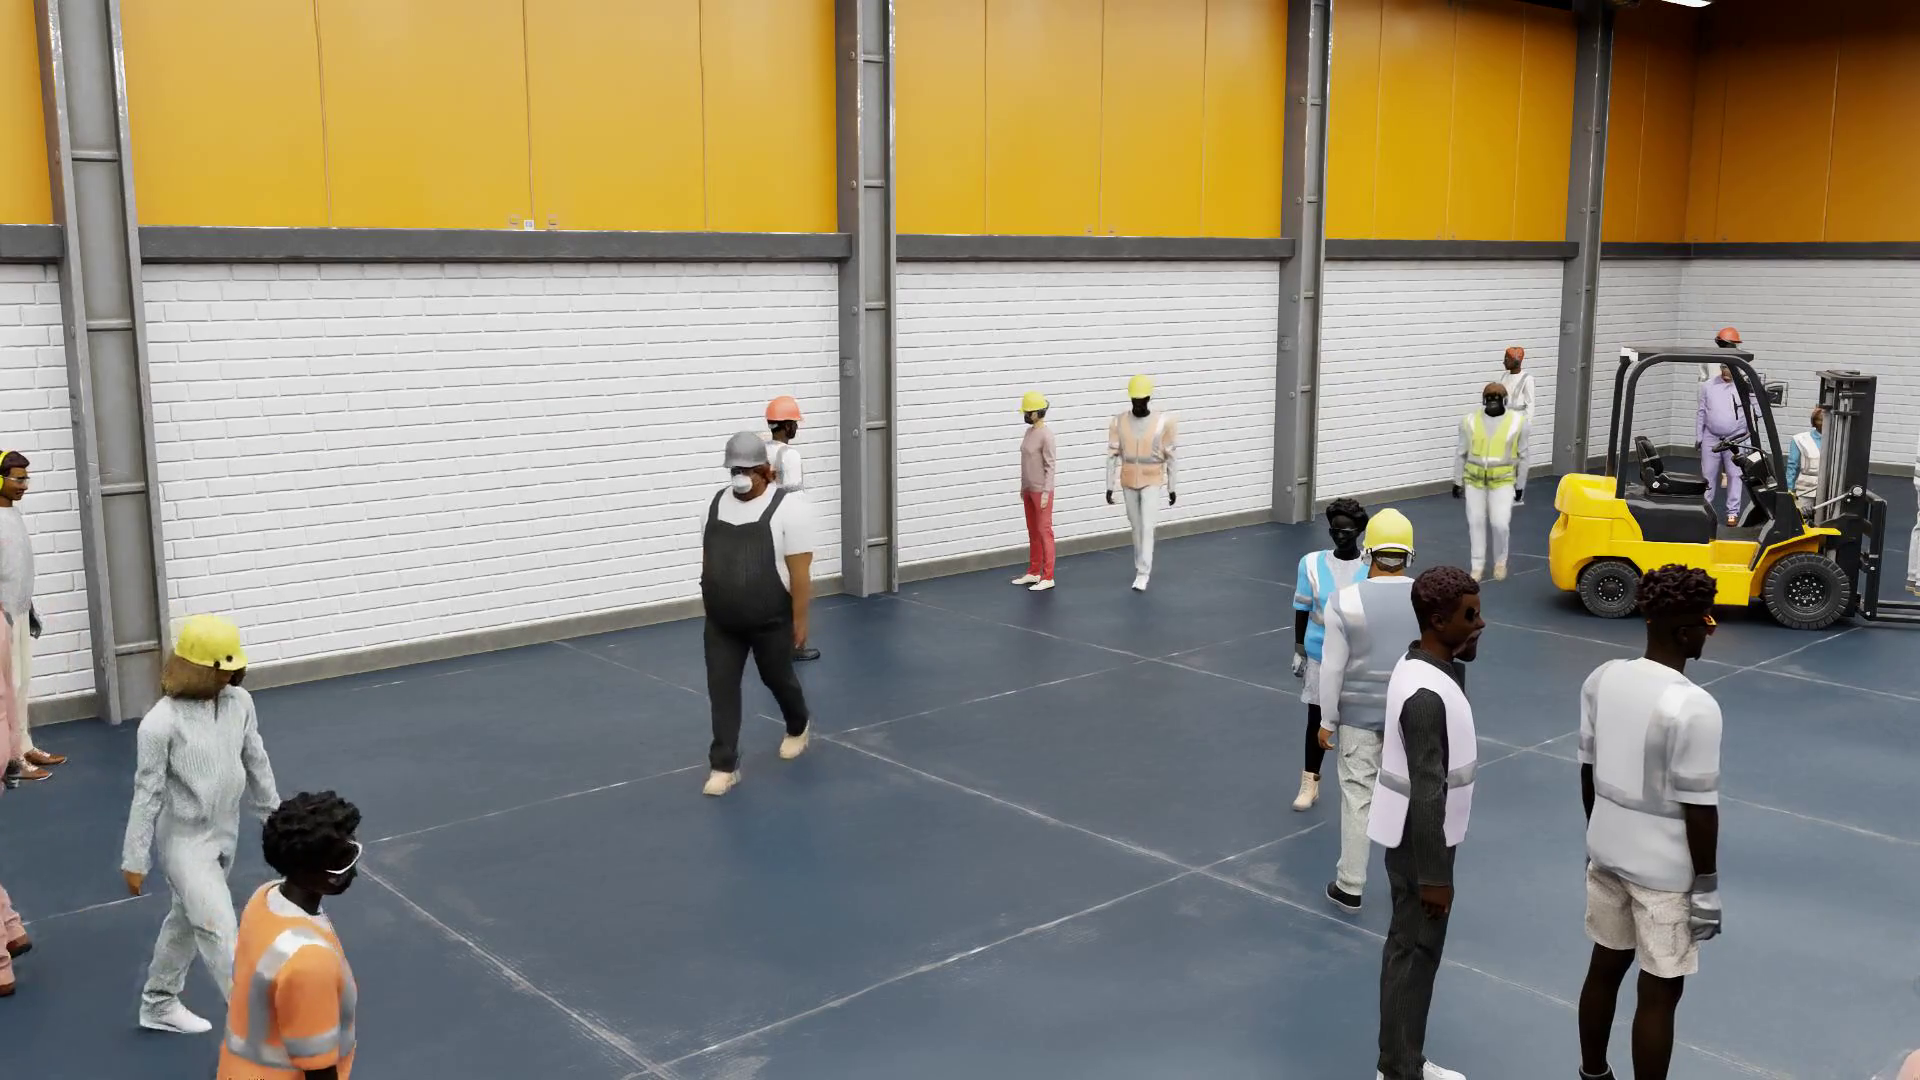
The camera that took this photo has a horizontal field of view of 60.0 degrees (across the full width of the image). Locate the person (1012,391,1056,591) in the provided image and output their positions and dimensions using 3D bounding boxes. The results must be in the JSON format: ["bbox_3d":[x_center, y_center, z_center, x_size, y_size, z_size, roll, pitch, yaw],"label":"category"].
[{"bbox_3d":[0.664,-0.435,14.700,0.323,1.766,0.524,-4,10,-22],"label":"person"}]

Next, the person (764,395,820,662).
[{"bbox_3d":[-1.277,-0.082,12.117,0.352,1.940,0.545,-8,13,-39],"label":"person"}]

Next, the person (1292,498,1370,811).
[{"bbox_3d":[2.008,0.615,8.741,0.539,1.695,0.318,4,10,21],"label":"person"}]

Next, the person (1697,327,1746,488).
[{"bbox_3d":[9.712,-1.684,21.201,0.394,2.040,0.609,-8,13,-40],"label":"person"}]

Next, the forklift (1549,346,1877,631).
[{"bbox_3d":[6.109,-0.478,13.691,2.313,2.155,1.214,3,10,16],"label":"forklift"}]

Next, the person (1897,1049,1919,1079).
[{"bbox_3d":[1.995,1.544,3.147,0.613,1.742,0.550,-2,10,-13],"label":"person"}]

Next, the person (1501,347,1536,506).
[{"bbox_3d":[6.532,-1.344,19.664,0.358,1.885,0.572,-3,10,-19],"label":"person"}]

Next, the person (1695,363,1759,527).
[{"bbox_3d":[8.364,-1.100,18.193,0.639,1.902,0.407,8,13,39],"label":"person"}]

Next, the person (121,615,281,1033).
[{"bbox_3d":[-2.723,1.085,6.045,0.930,1.679,0.545,3,10,17],"label":"person"}]

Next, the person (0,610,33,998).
[{"bbox_3d":[-3.972,0.896,6.530,0.447,1.889,0.659,-1,10,-5],"label":"person"}]

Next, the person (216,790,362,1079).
[{"bbox_3d":[-1.665,1.420,4.101,0.454,1.660,0.548,-5,11,-27],"label":"person"}]

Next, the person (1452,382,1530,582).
[{"bbox_3d":[4.767,-0.513,14.991,0.634,1.828,0.451,5,11,28],"label":"person"}]

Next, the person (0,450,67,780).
[{"bbox_3d":[-5.340,0.420,9.400,0.329,1.865,0.508,-2,10,-12],"label":"person"}]

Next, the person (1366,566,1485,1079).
[{"bbox_3d":[1.584,1.030,5.668,0.392,1.919,0.593,2,10,13],"label":"person"}]

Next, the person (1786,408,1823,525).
[{"bbox_3d":[7.619,-0.389,14.798,0.523,1.636,0.311,3,10,15],"label":"person"}]

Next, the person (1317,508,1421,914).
[{"bbox_3d":[1.885,0.769,7.445,0.593,1.833,0.404,-1,10,-4],"label":"person"}]

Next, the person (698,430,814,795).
[{"bbox_3d":[-1.143,0.337,9.367,0.688,2.000,0.973,3,10,17],"label":"person"}]

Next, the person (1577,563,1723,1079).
[{"bbox_3d":[2.267,1.041,5.460,0.370,1.967,0.602,-3,10,-15],"label":"person"}]

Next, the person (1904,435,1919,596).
[{"bbox_3d":[8.459,-0.445,14.405,0.341,1.882,0.587,3,10,17],"label":"person"}]

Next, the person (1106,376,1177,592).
[{"bbox_3d":[1.552,-0.482,14.581,0.596,1.887,0.893,4,10,22],"label":"person"}]
